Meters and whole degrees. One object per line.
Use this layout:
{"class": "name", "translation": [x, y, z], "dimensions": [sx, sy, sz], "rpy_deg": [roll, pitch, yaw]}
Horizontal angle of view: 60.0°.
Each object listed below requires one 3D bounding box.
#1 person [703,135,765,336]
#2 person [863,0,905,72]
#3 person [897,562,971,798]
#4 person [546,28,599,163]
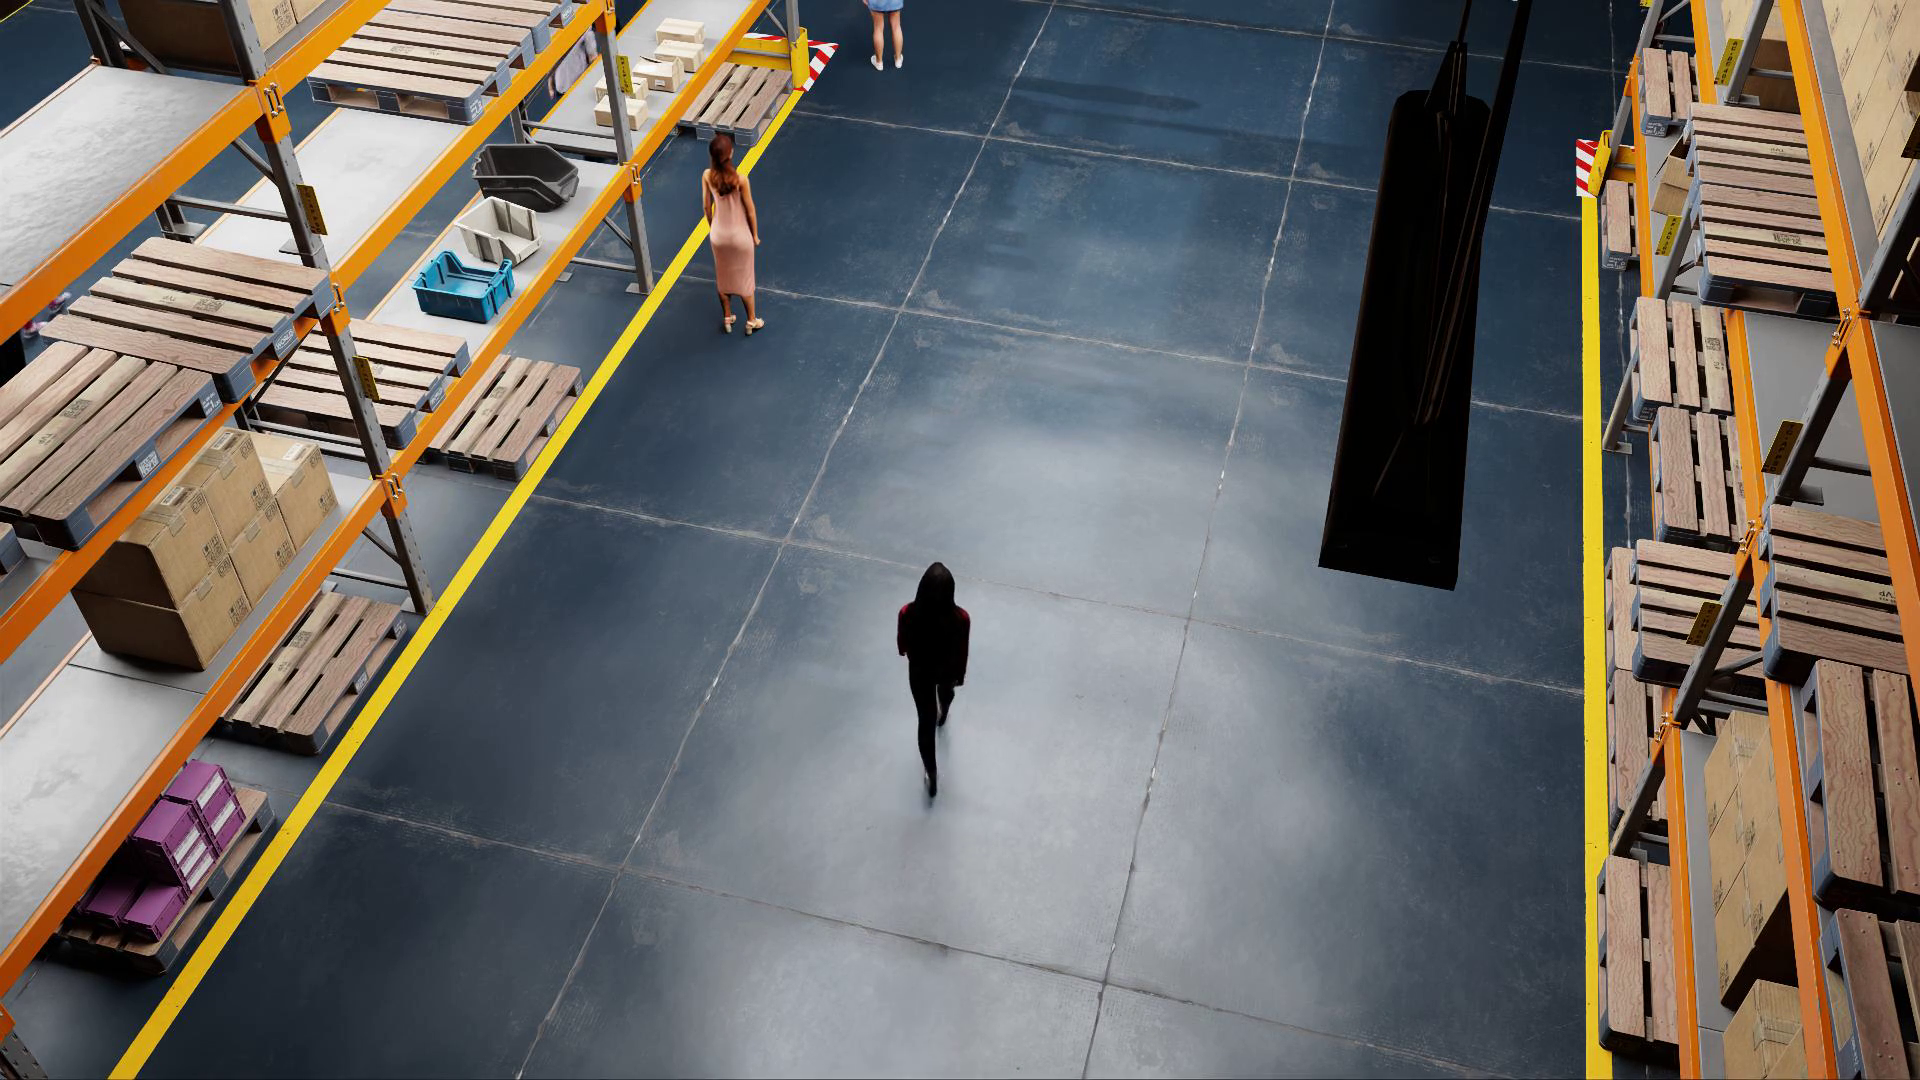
{"class": "person", "translation": [-1.859, -2.464, 13.510], "dimensions": [0.577, 1.832, 0.496], "rpy_deg": [11, 45, 12]}
{"class": "person", "translation": [-0.768, -5.584, 16.931], "dimensions": [0.724, 1.632, 0.724], "rpy_deg": [-9, 44, -10]}
{"class": "person", "translation": [-0.166, 0.872, 10.167], "dimensions": [0.825, 1.613, 1.140], "rpy_deg": [-2, 44, -2]}
{"class": "person", "translation": [-3.502, -4.151, 15.274], "dimensions": [0.687, 1.842, 1.049], "rpy_deg": [9, 44, 9]}
